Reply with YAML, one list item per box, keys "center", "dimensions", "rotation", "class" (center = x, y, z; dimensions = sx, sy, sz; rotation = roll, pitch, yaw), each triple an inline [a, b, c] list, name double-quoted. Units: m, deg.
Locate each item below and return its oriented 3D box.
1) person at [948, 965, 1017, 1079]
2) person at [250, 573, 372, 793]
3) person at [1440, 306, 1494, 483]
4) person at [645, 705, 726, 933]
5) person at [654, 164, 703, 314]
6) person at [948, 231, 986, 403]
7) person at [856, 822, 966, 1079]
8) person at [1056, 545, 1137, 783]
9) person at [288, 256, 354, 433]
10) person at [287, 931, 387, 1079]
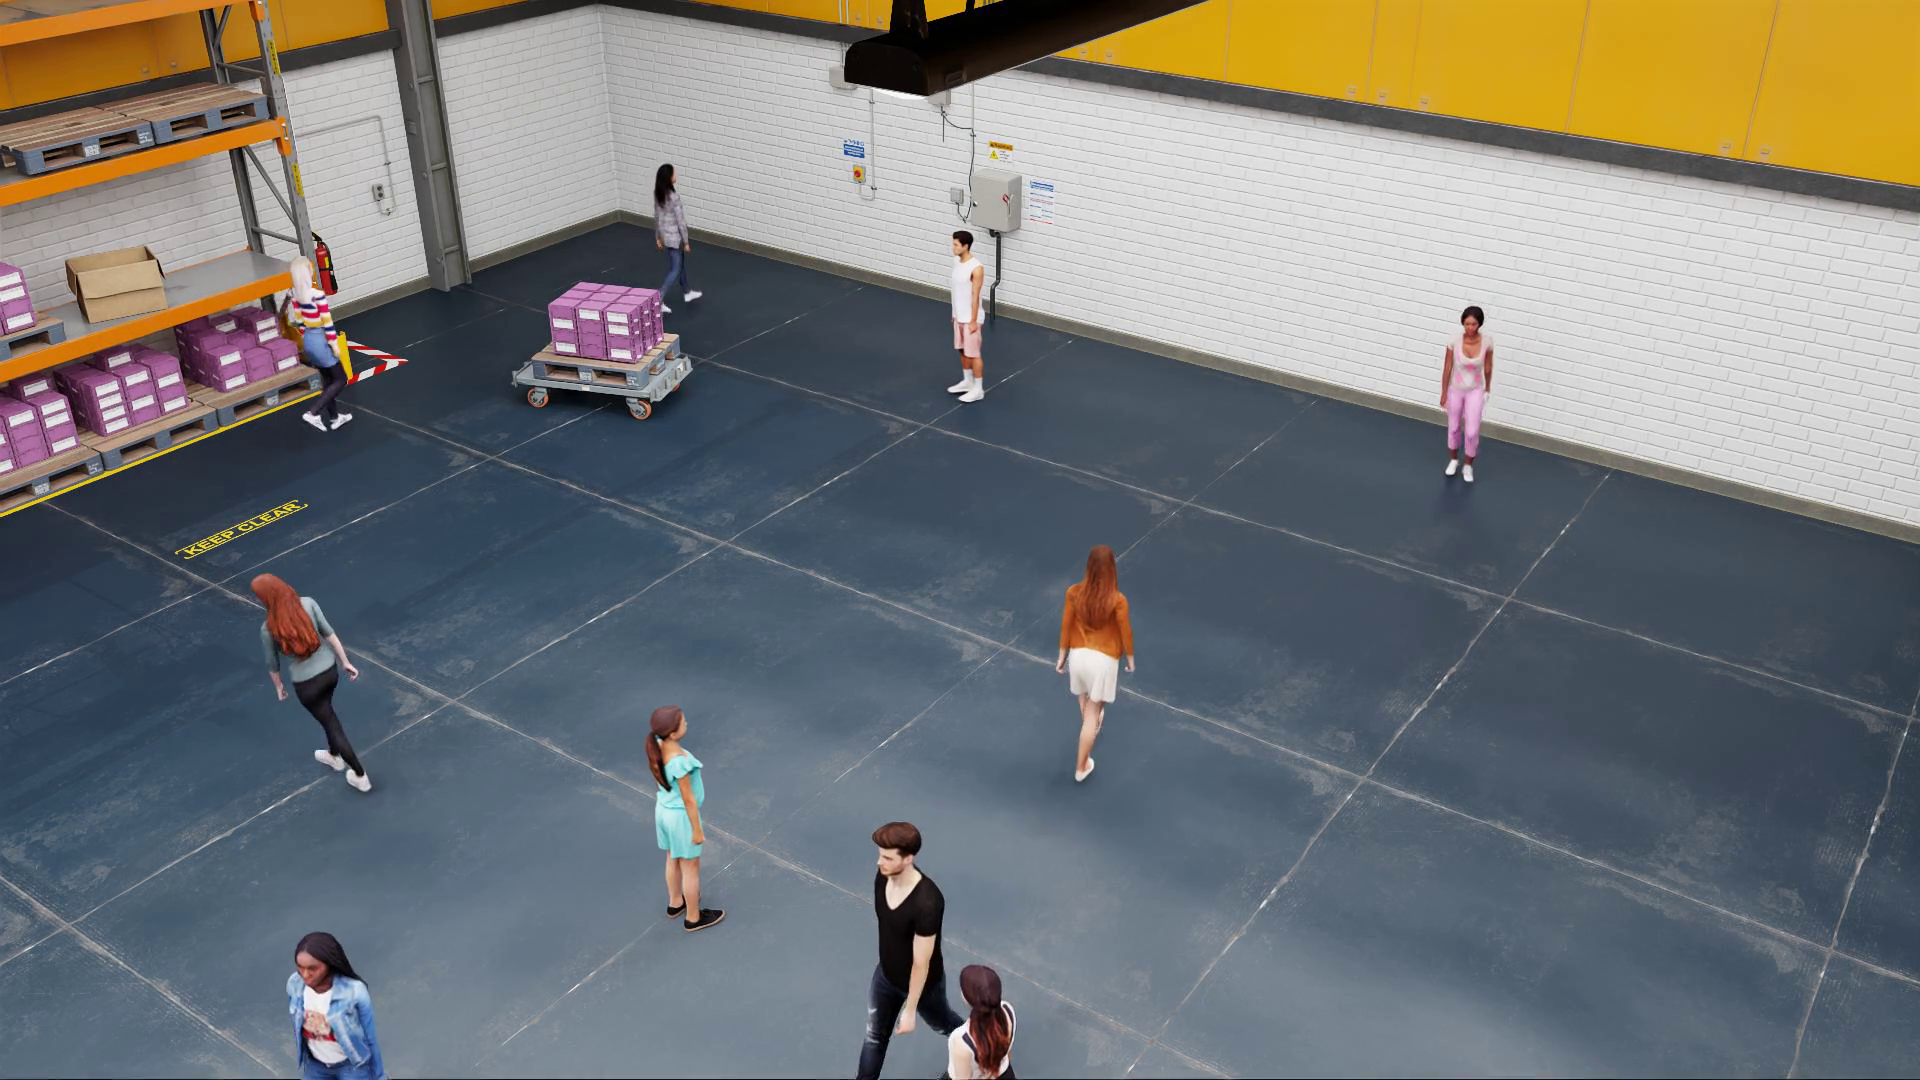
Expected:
- center: [0.120, 2.689, 7.960]
  dimensions: [0.622, 1.647, 0.493]
  rotation: [22, 36, 35]
  class: "person"
- center: [-4.242, 0.971, 11.068]
  dimensions: [0.756, 1.688, 0.726]
  rotation: [-24, 36, -36]
  class: "person"
- center: [4.654, -1.364, 15.320]
  dimensions: [0.696, 1.714, 0.755]
  rotation: [5, 29, 10]
  class: "person"
- center: [-1.684, 1.650, 9.959]
  dimensions: [0.608, 1.557, 0.601]
  rotation: [-22, 35, -34]
  class: "person"
- center: [-3.364, -3.442, 19.143]
  dimensions: [0.727, 1.702, 1.104]
  rotation: [24, 37, 37]
  class: "person"
- center: [0.099, -2.296, 16.961]
  dimensions: [0.722, 1.780, 0.727]
  rotation: [-15, 32, -25]
  class: "person"
- center: [-0.168, 2.222, 8.606]
  dimensions: [1.303, 1.849, 0.900]
  rotation: [-22, 35, -34]
  class: "person"
- center: [0.874, 0.877, 11.238]
  dimensions: [0.749, 1.690, 1.032]
  rotation: [13, 31, 22]
  class: "person"
- center: [-6.278, -1.864, 16.153]
  dimensions: [0.655, 1.795, 0.806]
  rotation: [18, 33, 29]
  class: "person"
- center: [-2.973, 2.550, 8.159]
  dimensions: [0.778, 1.701, 0.861]
  rotation: [3, 29, 6]
  class: "person"
